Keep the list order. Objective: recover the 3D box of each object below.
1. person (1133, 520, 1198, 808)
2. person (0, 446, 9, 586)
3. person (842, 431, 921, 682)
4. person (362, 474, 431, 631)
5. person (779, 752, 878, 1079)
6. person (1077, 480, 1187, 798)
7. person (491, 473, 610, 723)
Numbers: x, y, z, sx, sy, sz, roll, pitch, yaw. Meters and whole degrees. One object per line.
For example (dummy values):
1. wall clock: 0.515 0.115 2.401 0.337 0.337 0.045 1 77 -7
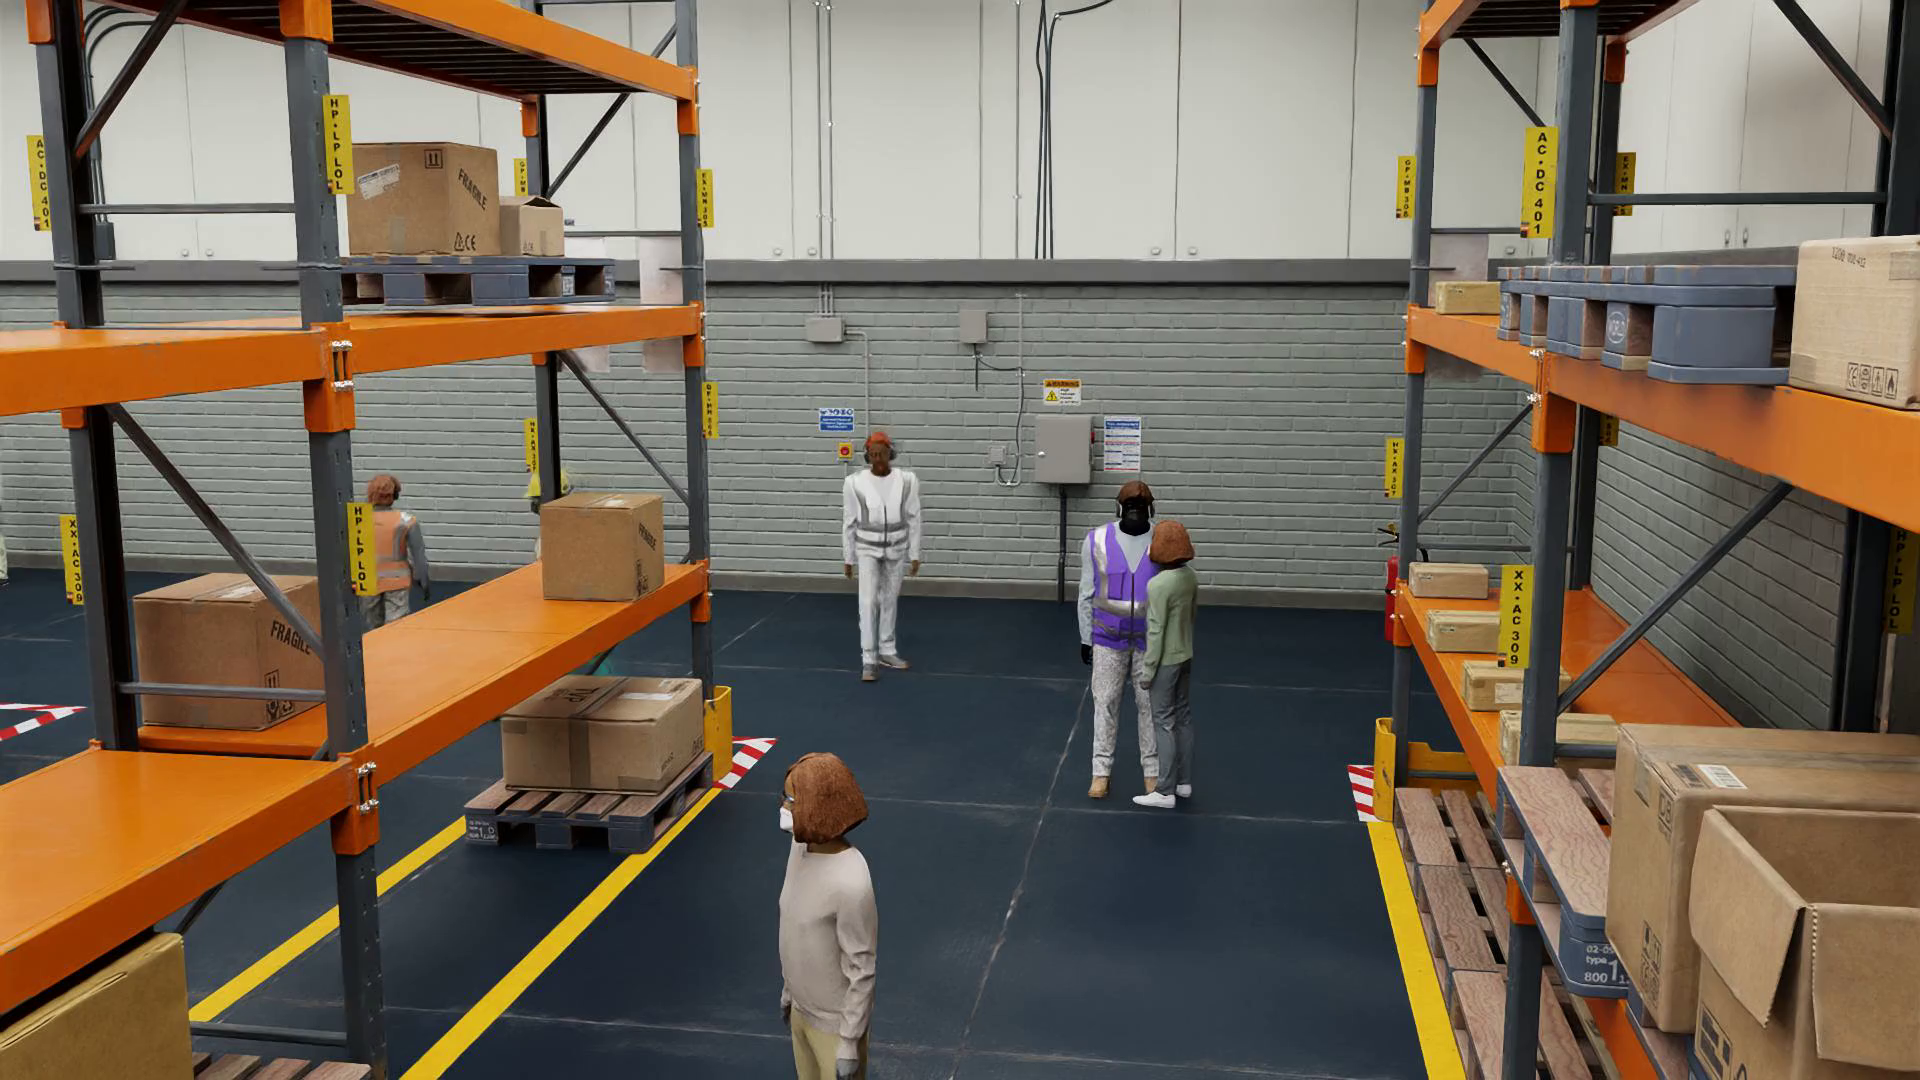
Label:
1. person: 1.177 0.697 9.440 0.272 1.635 0.507 6 11 33
2. person: -9.428 -0.406 15.938 0.574 1.738 0.352 3 10 19
3. person: -0.586 0.111 12.446 0.588 1.857 0.658 -3 10 -16
4. person: -4.017 0.336 11.753 0.546 1.603 0.788 0 9 -2
5. person: -0.409 1.426 4.953 0.279 1.634 0.498 -5 10 -28
6. person: 0.987 0.574 9.566 0.625 1.846 0.429 1 9 5
7. person: -2.693 0.401 11.000 0.915 1.715 0.535 -5 10 -27
